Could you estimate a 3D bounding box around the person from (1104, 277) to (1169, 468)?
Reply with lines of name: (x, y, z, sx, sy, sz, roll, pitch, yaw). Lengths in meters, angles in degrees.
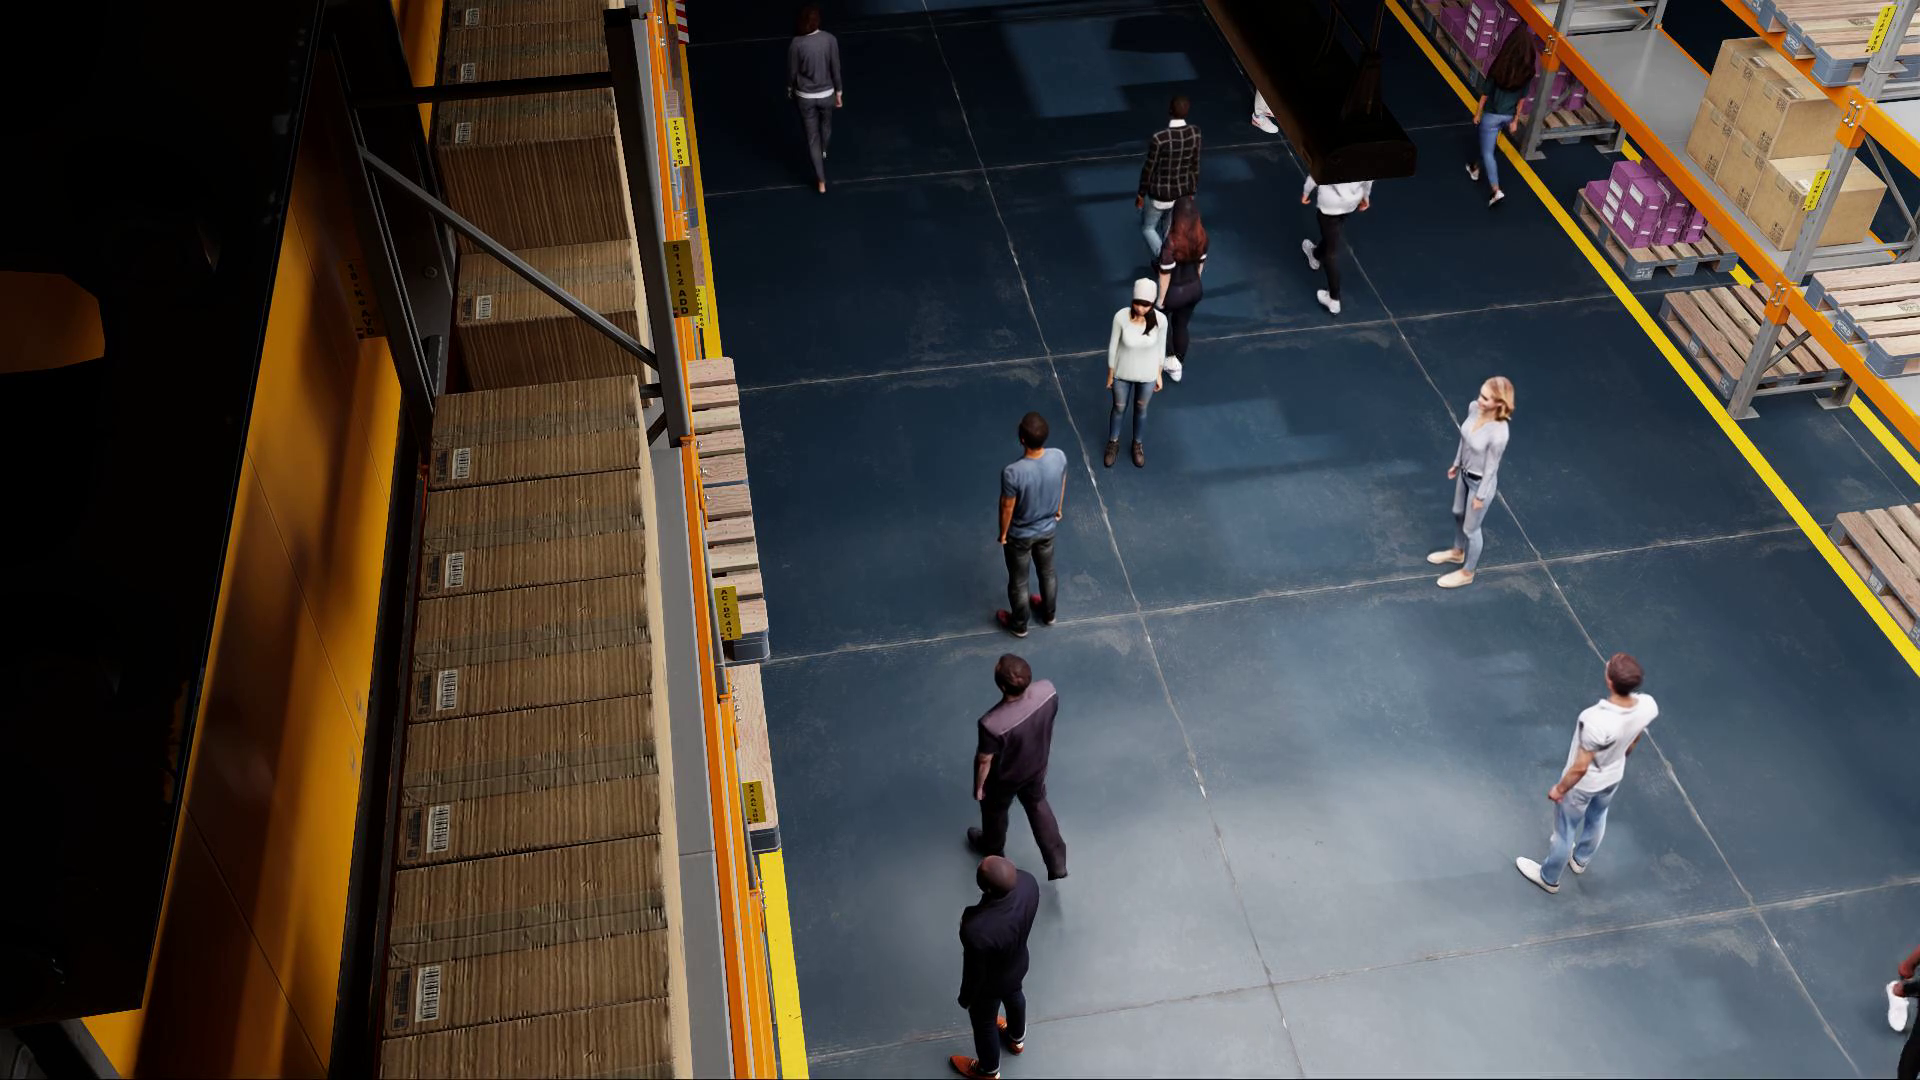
person: (1.295, -1.253, 12.333, 0.608, 1.653, 0.555, 1, 44, 1)

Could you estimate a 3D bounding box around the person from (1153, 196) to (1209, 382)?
person: (1.760, -1.912, 13.044, 0.692, 1.627, 0.695, -23, 48, -22)

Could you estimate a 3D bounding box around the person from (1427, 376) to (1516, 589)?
person: (3.521, -0.410, 11.349, 0.643, 1.789, 0.469, -6, 44, -6)

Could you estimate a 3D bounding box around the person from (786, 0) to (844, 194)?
person: (-1.292, -3.997, 15.159, 0.716, 1.728, 1.061, -12, 45, -12)

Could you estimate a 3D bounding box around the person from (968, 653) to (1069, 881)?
person: (0.363, 1.333, 9.487, 0.951, 1.833, 1.110, -26, 49, -25)

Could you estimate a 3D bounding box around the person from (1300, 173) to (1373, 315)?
person: (3.164, -2.759, 13.754, 0.819, 1.873, 1.224, -13, 45, -13)

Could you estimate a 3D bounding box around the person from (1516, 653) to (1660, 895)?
person: (3.607, 1.342, 9.462, 0.711, 1.855, 0.658, -20, 47, -20)

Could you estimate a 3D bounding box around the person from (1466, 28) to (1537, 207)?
person: (4.894, -3.802, 15.060, 0.559, 1.582, 1.065, -7, 44, -7)

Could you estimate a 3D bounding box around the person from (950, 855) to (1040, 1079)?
person: (0.185, 2.207, 8.581, 0.834, 1.819, 0.782, 27, 50, 26)

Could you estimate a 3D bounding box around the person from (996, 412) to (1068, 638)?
person: (0.476, -0.095, 11.006, 0.706, 1.806, 0.656, -23, 48, -22)

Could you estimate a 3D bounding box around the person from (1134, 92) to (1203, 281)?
person: (1.766, -2.850, 13.898, 0.801, 1.805, 0.990, -15, 46, -15)
